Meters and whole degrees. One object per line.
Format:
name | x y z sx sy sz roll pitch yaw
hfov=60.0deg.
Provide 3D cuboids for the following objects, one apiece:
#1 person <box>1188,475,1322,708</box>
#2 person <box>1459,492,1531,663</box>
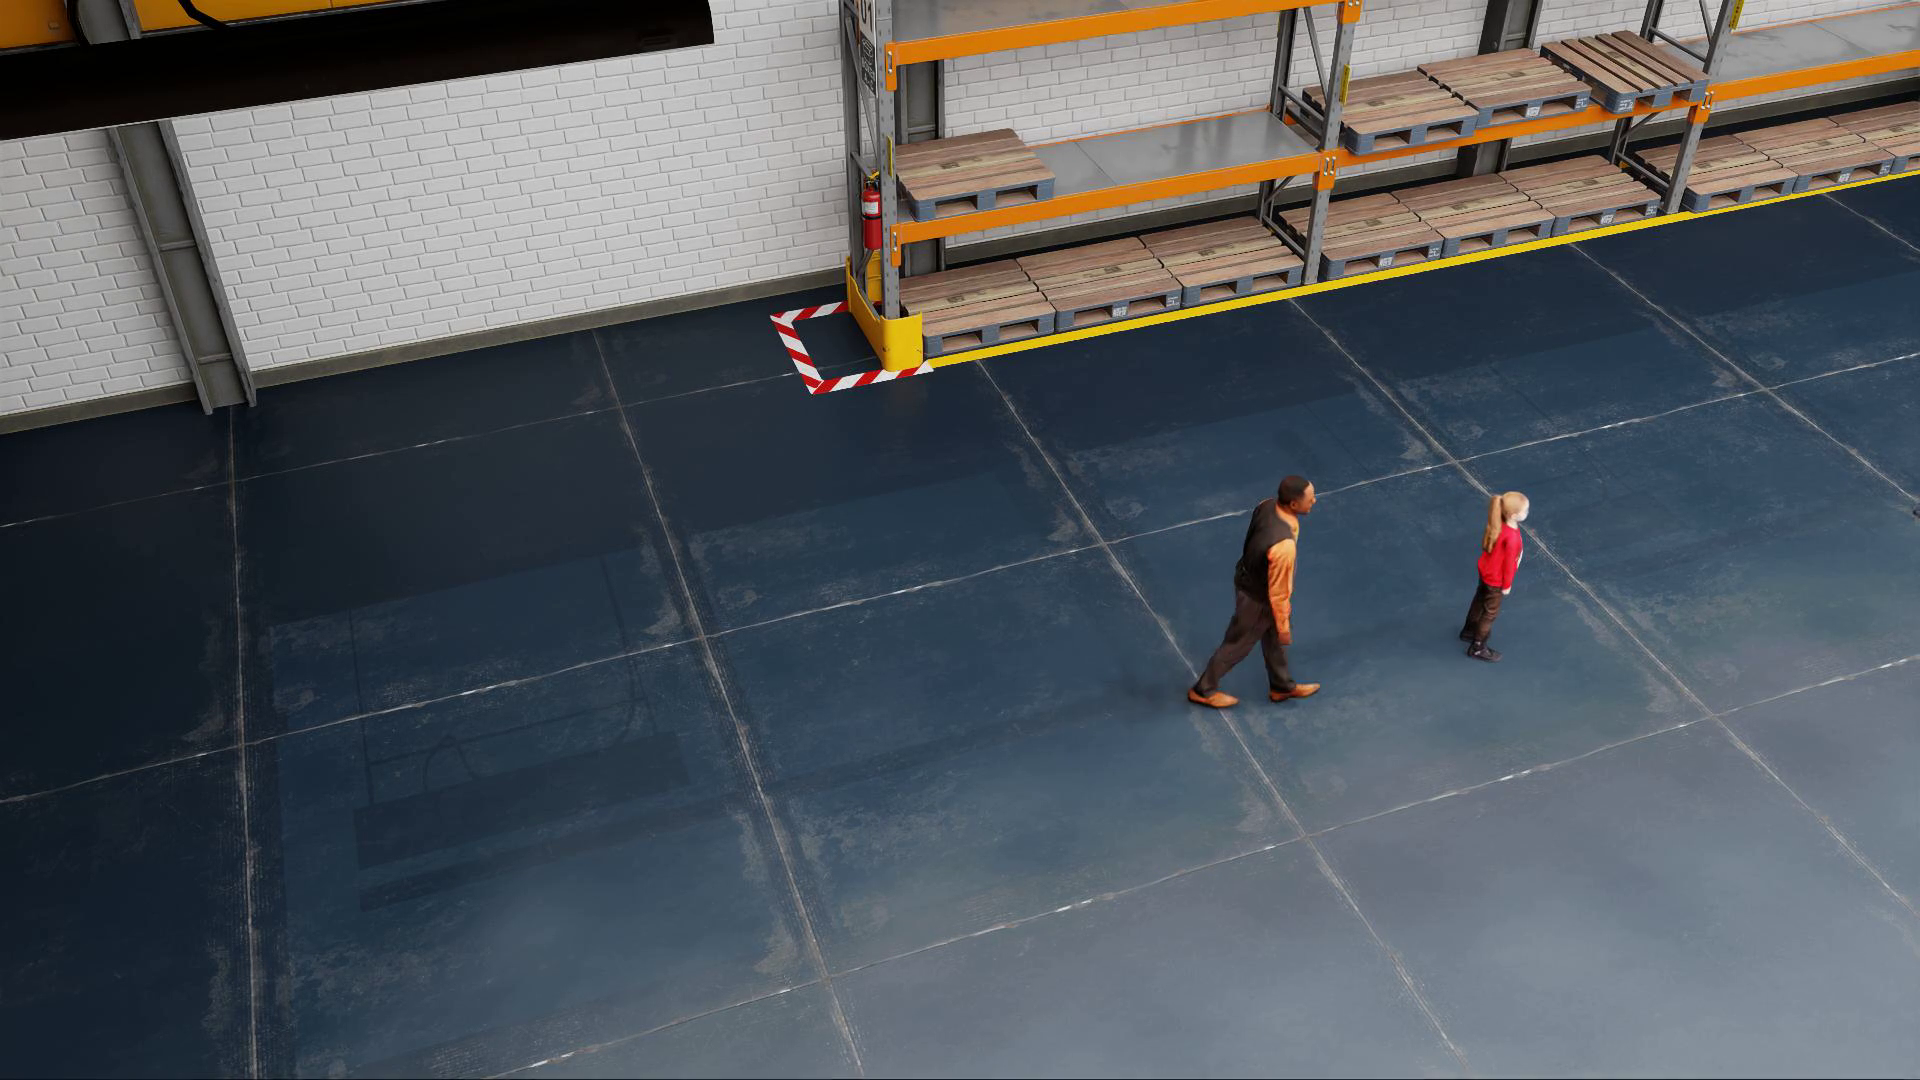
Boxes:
person | 1.756 0.362 10.297 1.202 1.863 0.973 2 39 3
person | 3.527 0.216 10.946 0.562 1.281 0.553 -1 39 -1
